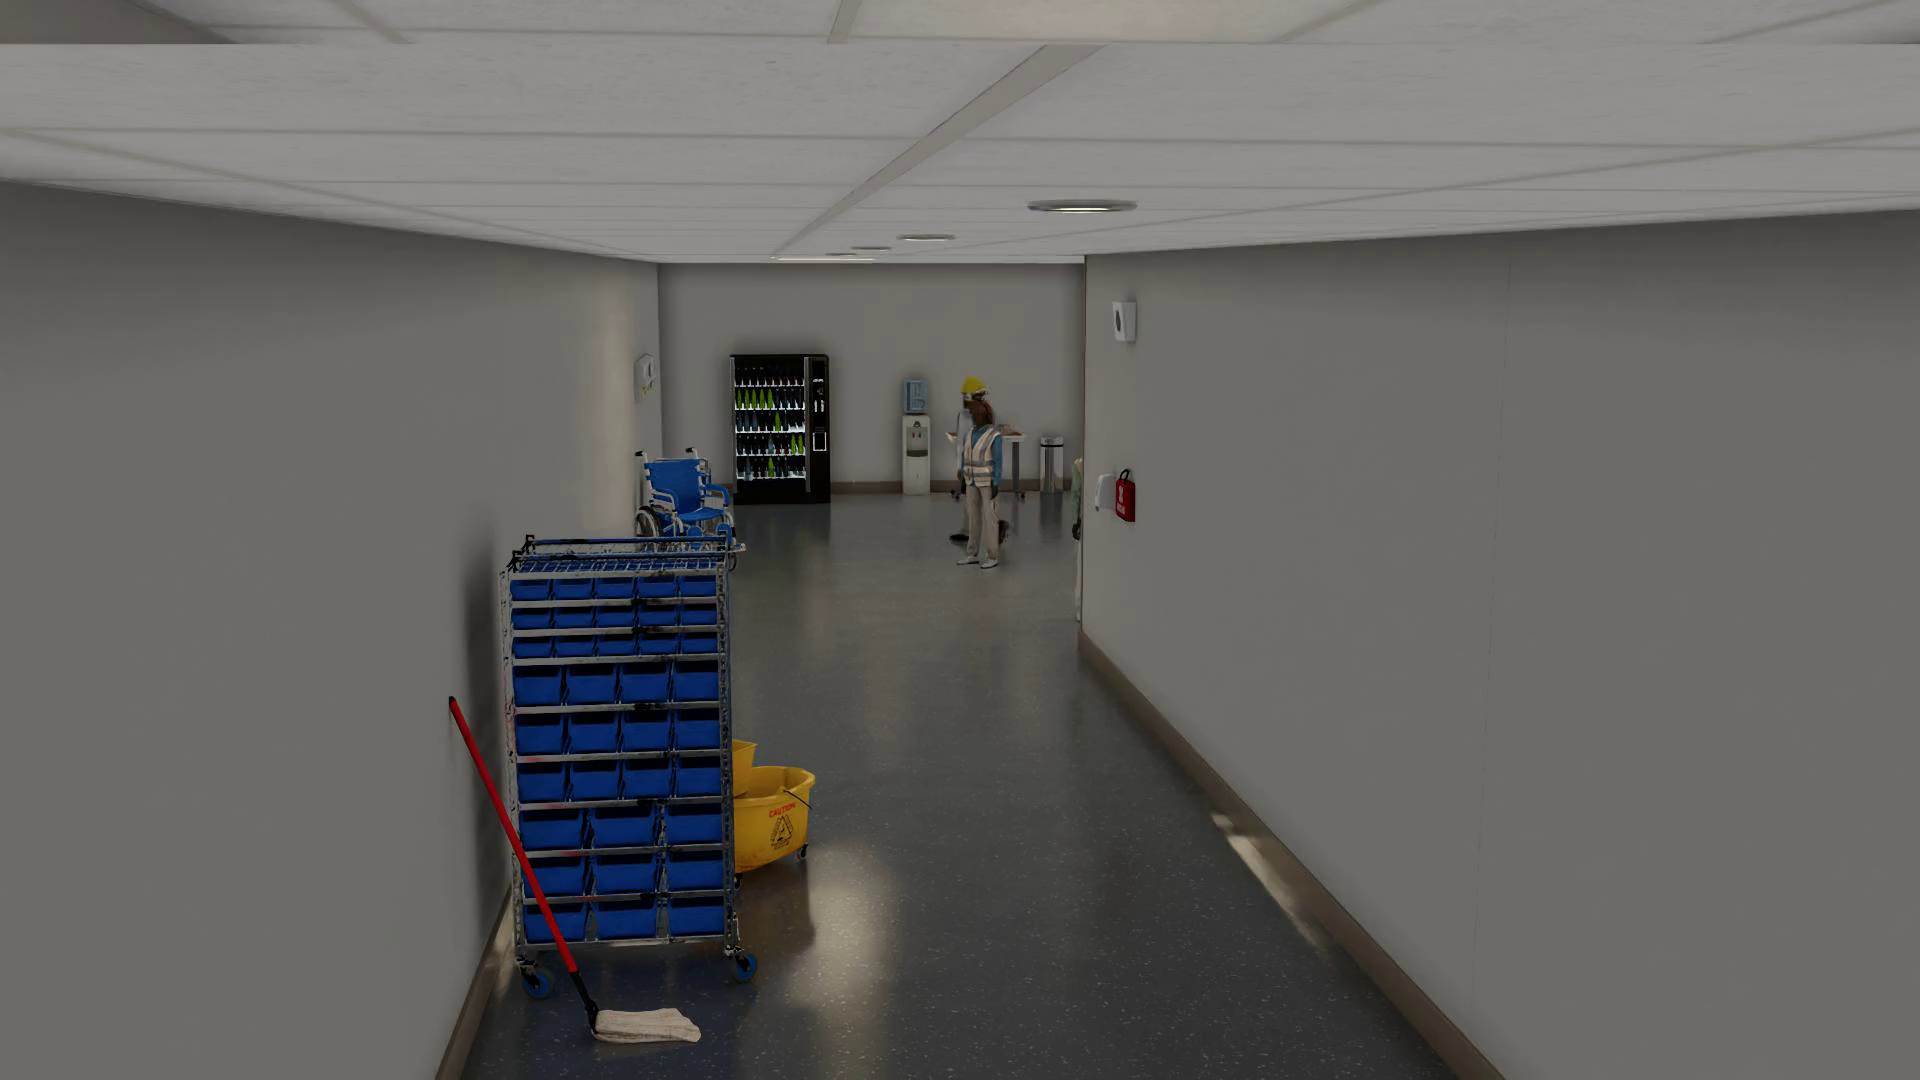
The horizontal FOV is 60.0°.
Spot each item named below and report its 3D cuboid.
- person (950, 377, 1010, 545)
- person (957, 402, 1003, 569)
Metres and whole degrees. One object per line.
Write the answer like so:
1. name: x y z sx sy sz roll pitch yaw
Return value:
1. person: 0.214 -0.826 17.623 0.791 1.806 0.600 6 11 35
2. person: 0.206 -0.544 16.361 0.513 1.642 0.311 9 13 44
